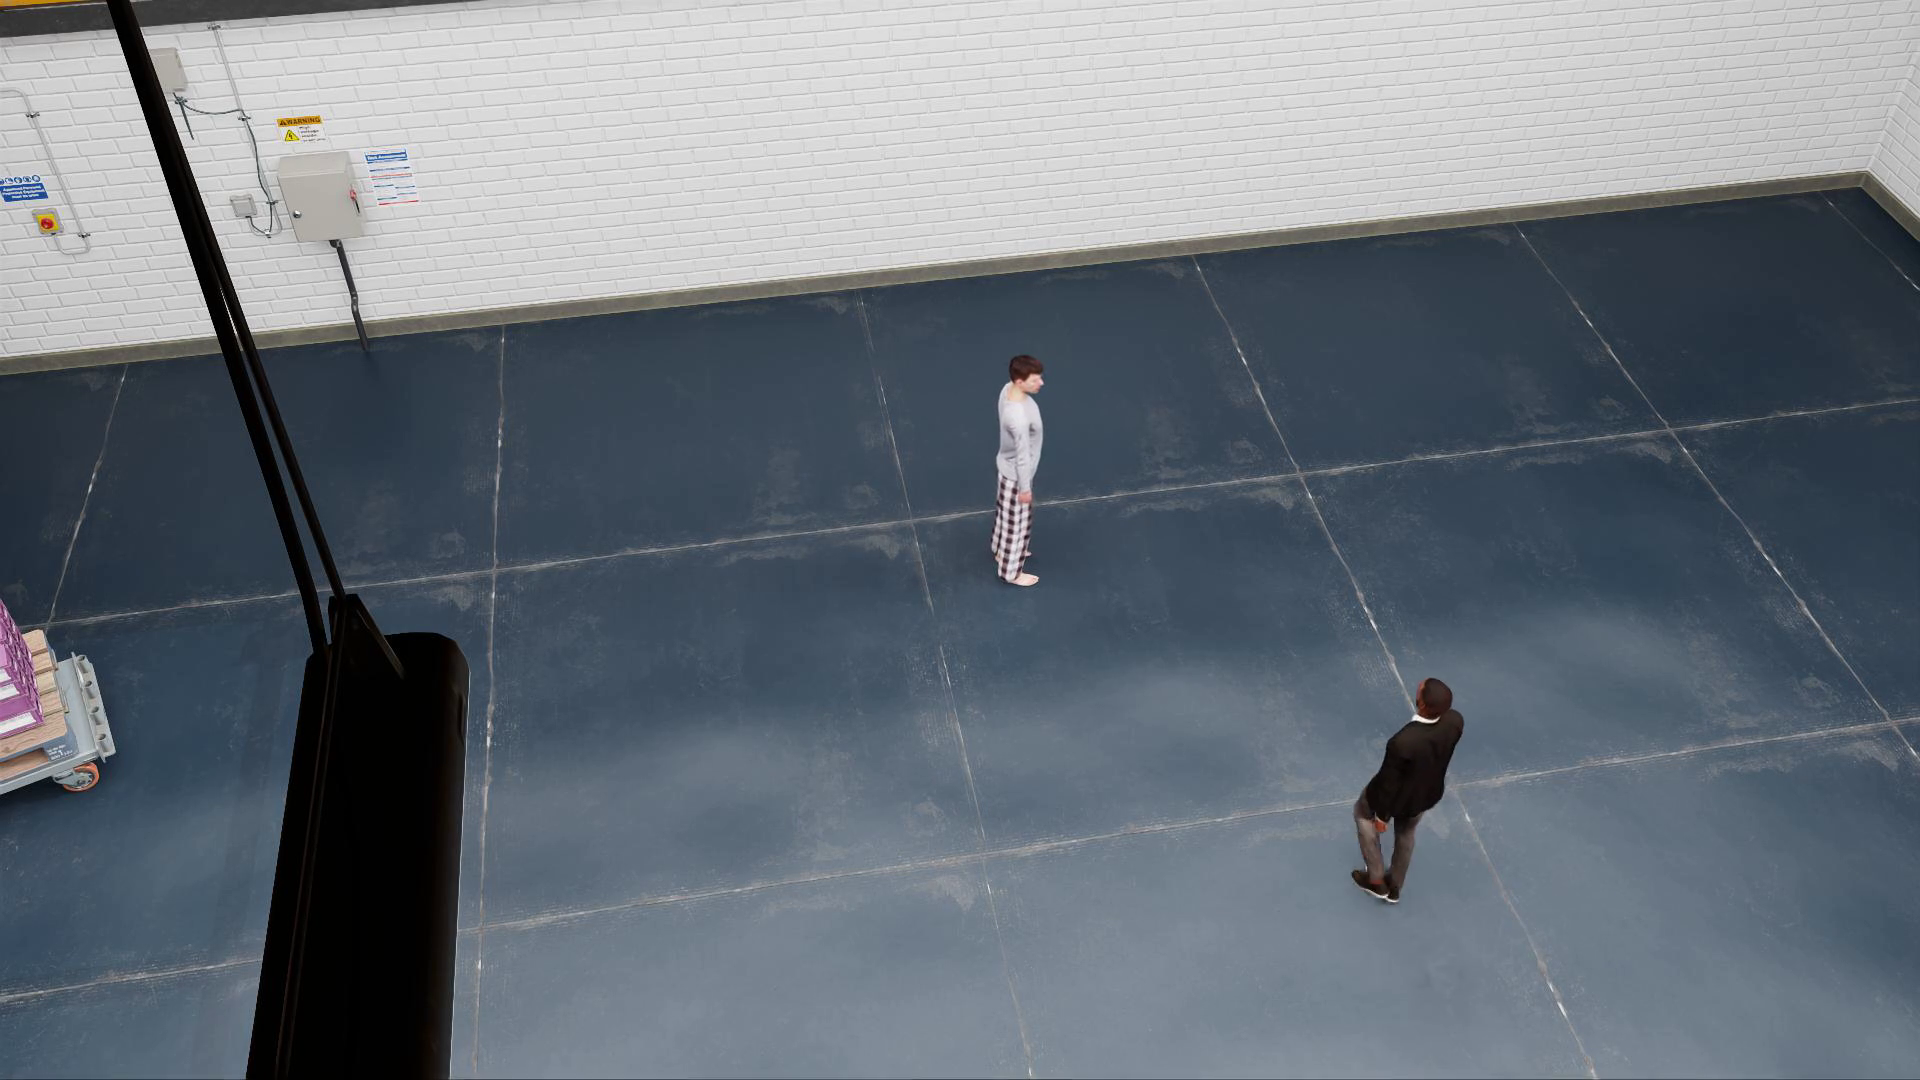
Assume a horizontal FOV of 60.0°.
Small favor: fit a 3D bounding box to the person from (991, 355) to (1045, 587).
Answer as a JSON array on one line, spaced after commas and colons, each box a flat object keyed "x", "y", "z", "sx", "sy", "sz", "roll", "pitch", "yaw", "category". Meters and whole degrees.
[{"x": 0.377, "y": -0.478, "z": 11.173, "sx": 0.697, "sy": 1.846, "sz": 0.495, "roll": -3, "pitch": 44, "yaw": -4, "category": "person"}]

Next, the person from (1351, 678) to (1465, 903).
[{"x": 2.519, "y": 1.450, "z": 9.191, "sx": 0.719, "sy": 1.789, "sz": 0.686, "roll": -16, "pitch": 46, "yaw": -16, "category": "person"}]
